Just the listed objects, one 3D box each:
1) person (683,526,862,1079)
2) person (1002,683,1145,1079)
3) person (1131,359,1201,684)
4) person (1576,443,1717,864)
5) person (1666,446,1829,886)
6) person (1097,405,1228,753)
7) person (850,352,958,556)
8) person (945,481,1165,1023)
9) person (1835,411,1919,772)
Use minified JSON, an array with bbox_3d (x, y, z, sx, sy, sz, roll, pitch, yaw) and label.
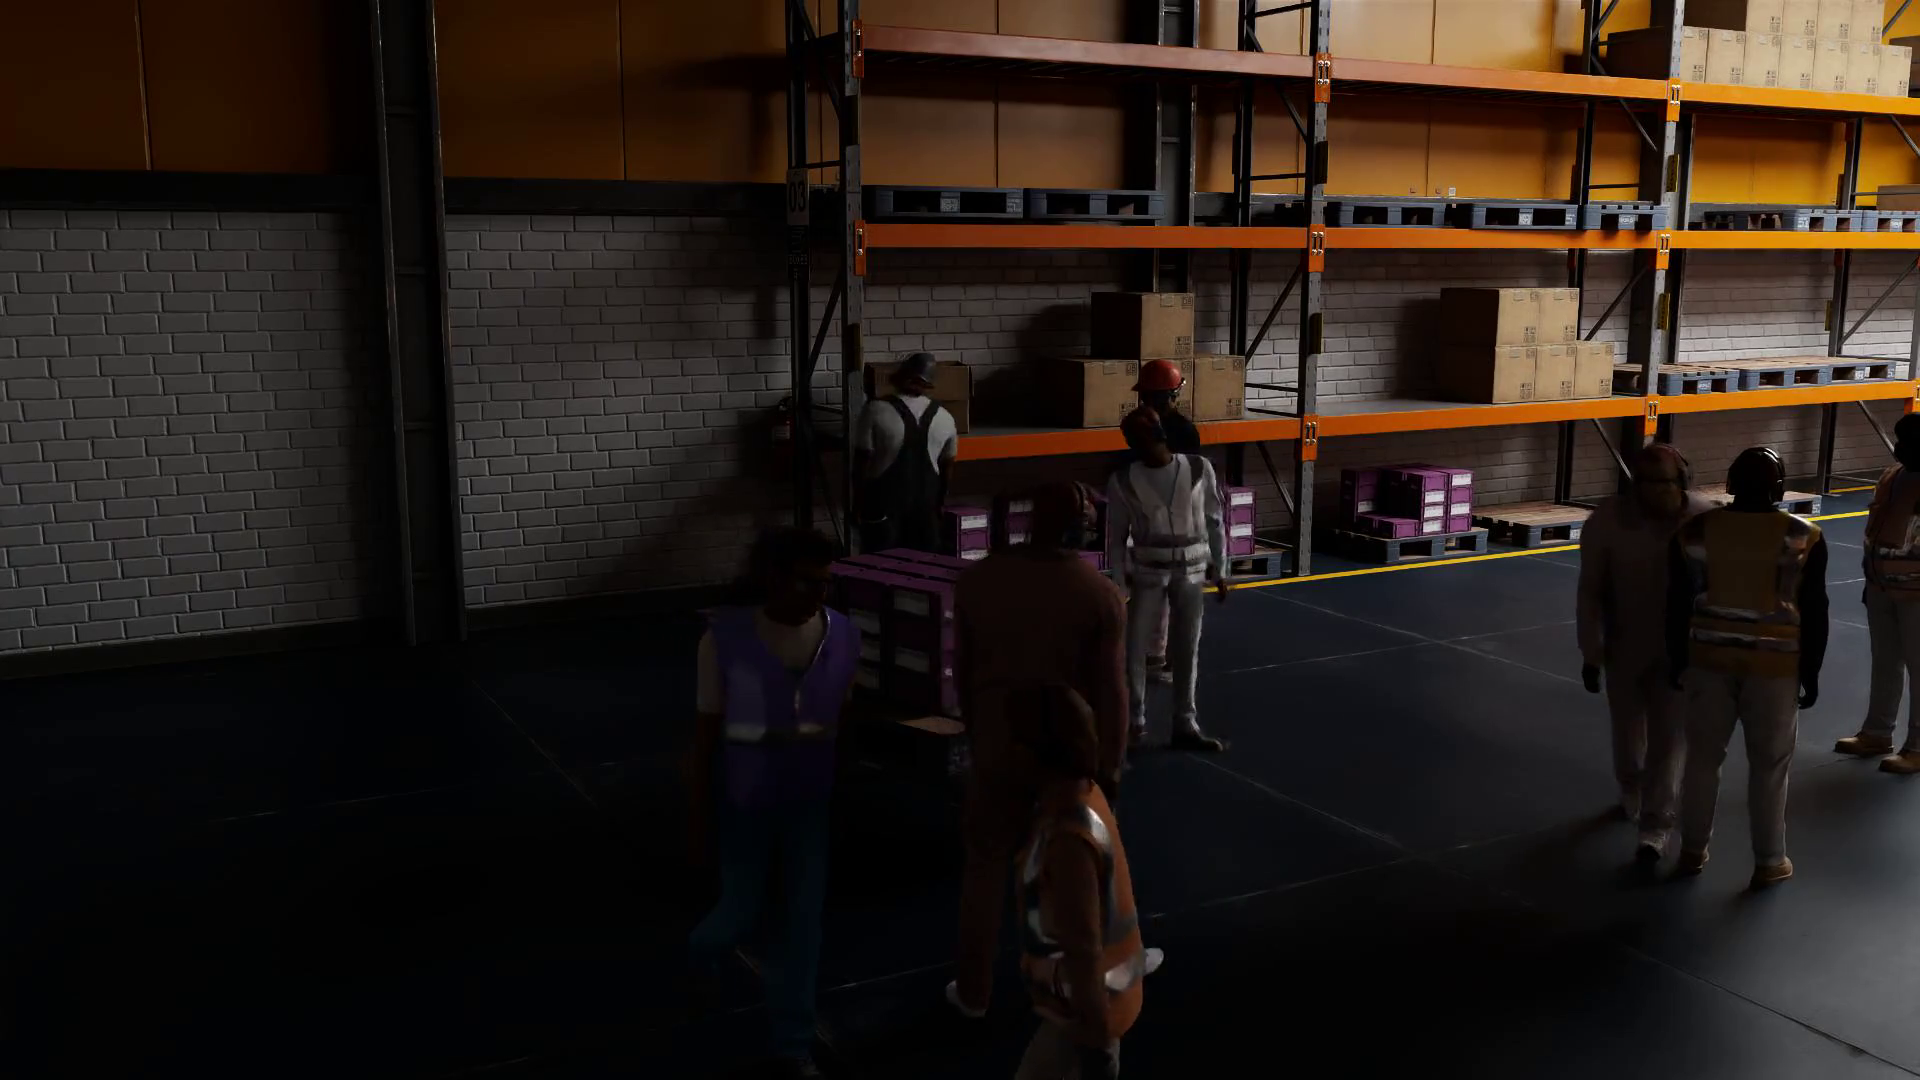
[{"bbox_3d":[-0.642,0.825,5.367,0.633,1.804,0.720,-6,12,-32],"label":"person"},{"bbox_3d":[0.266,1.144,4.063,0.450,1.617,0.574,1,10,4],"label":"person"},{"bbox_3d":[1.245,-0.115,10.244,0.392,1.991,0.613,-4,11,-23],"label":"person"},{"bbox_3d":[3.065,0.470,7.362,0.647,1.823,1.034,4,11,21],"label":"person"},{"bbox_3d":[3.294,0.525,6.991,0.619,1.845,0.430,7,12,34],"label":"person"},{"bbox_3d":[1.091,0.216,8.758,0.669,1.857,0.343,0,10,-1],"label":"person"},{"bbox_3d":[-0.364,-0.284,11.076,0.806,2.000,0.589,-5,11,-27],"label":"person"},{"bbox_3d":[0.297,0.729,5.816,0.706,1.862,0.715,3,10,19],"label":"person"},{"bbox_3d":[4.856,0.257,8.536,0.429,1.843,0.631,-1,10,-9],"label":"person"}]
